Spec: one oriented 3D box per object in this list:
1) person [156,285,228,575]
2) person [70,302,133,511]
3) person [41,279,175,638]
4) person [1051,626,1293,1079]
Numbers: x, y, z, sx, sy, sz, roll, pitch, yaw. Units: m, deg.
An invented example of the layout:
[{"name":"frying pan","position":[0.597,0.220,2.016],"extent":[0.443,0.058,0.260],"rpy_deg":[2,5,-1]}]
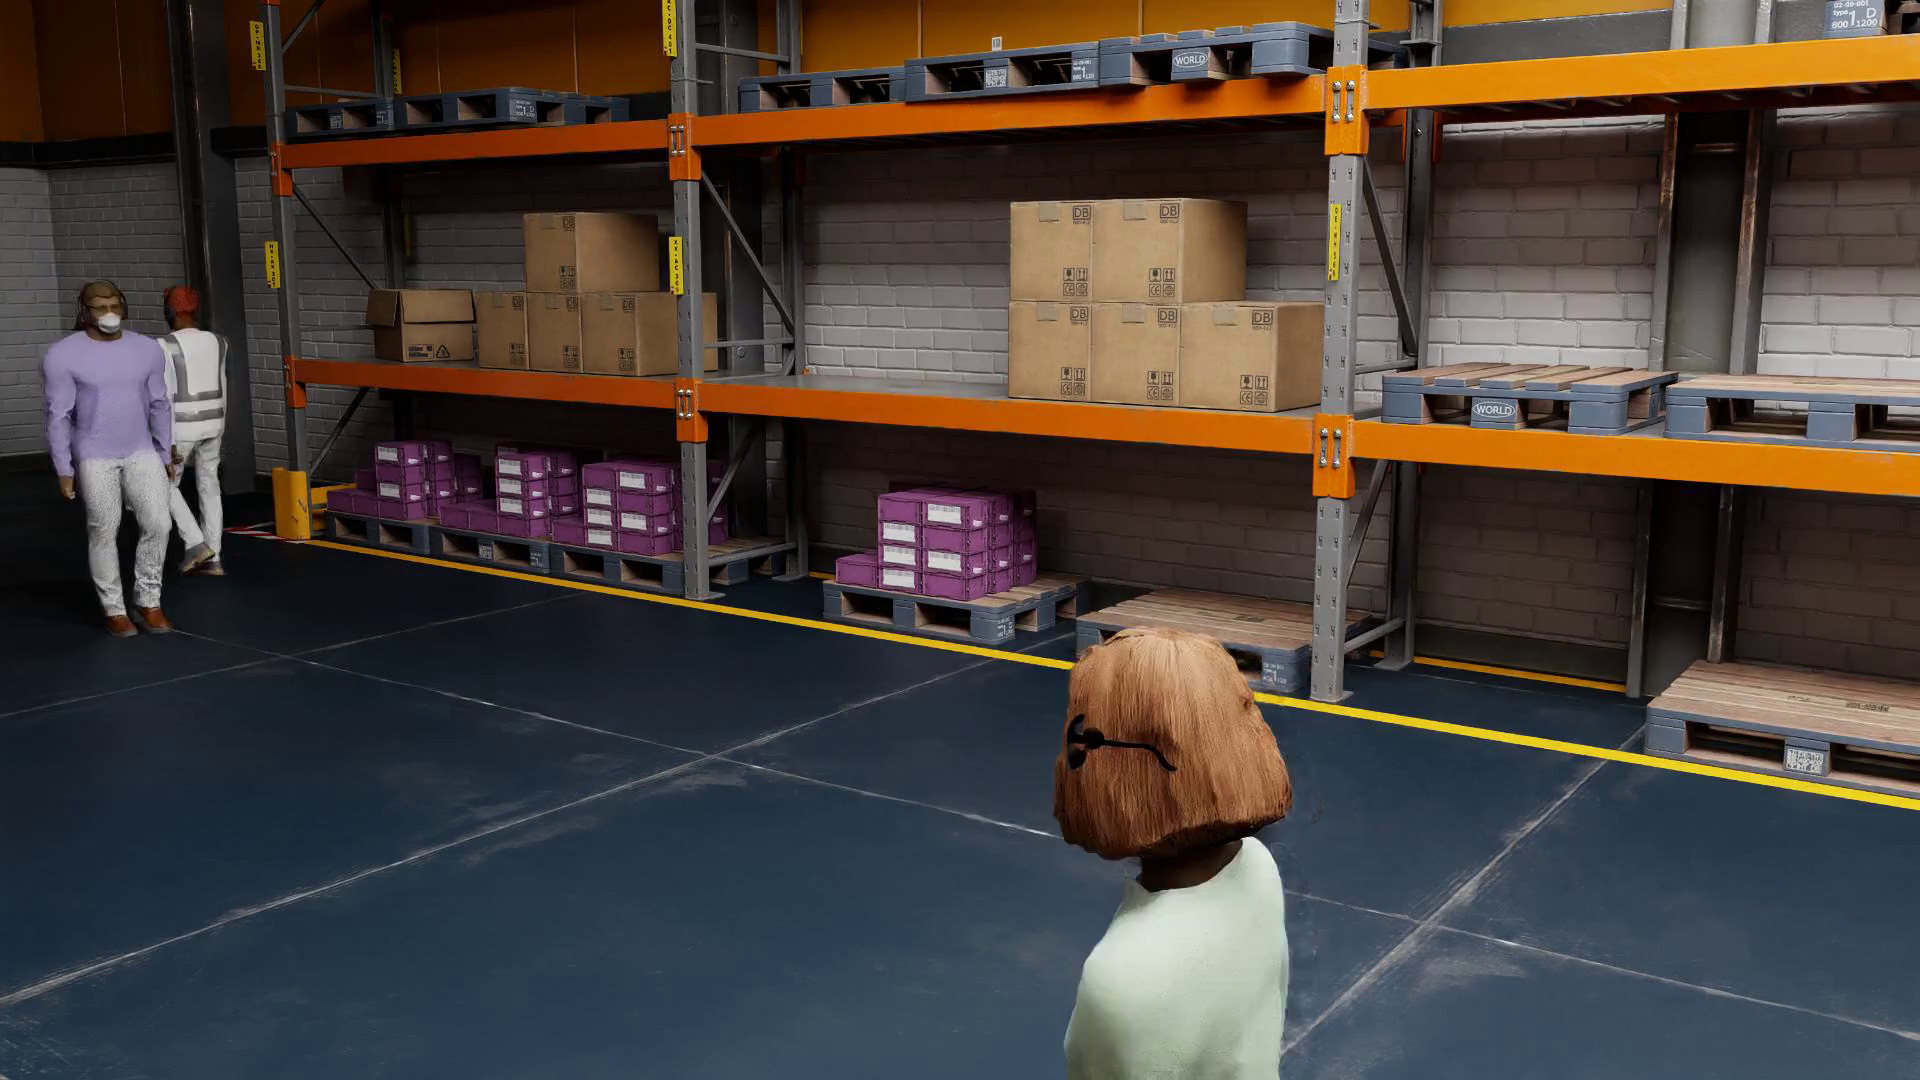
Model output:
[{"name":"person","position":[-4.938,-0.691,10.670],"extent":[0.414,1.869,0.580],"rpy_deg":[5,11,29]},{"name":"person","position":[-6.946,-1.093,13.433],"extent":[0.493,1.742,0.322],"rpy_deg":[-7,12,-37]},{"name":"person","position":[-4.480,-0.414,8.845],"extent":[0.568,1.920,0.663],"rpy_deg":[9,13,42]},{"name":"person","position":[0.320,0.904,1.925],"extent":[0.648,1.619,0.509],"rpy_deg":[4,11,25]}]
